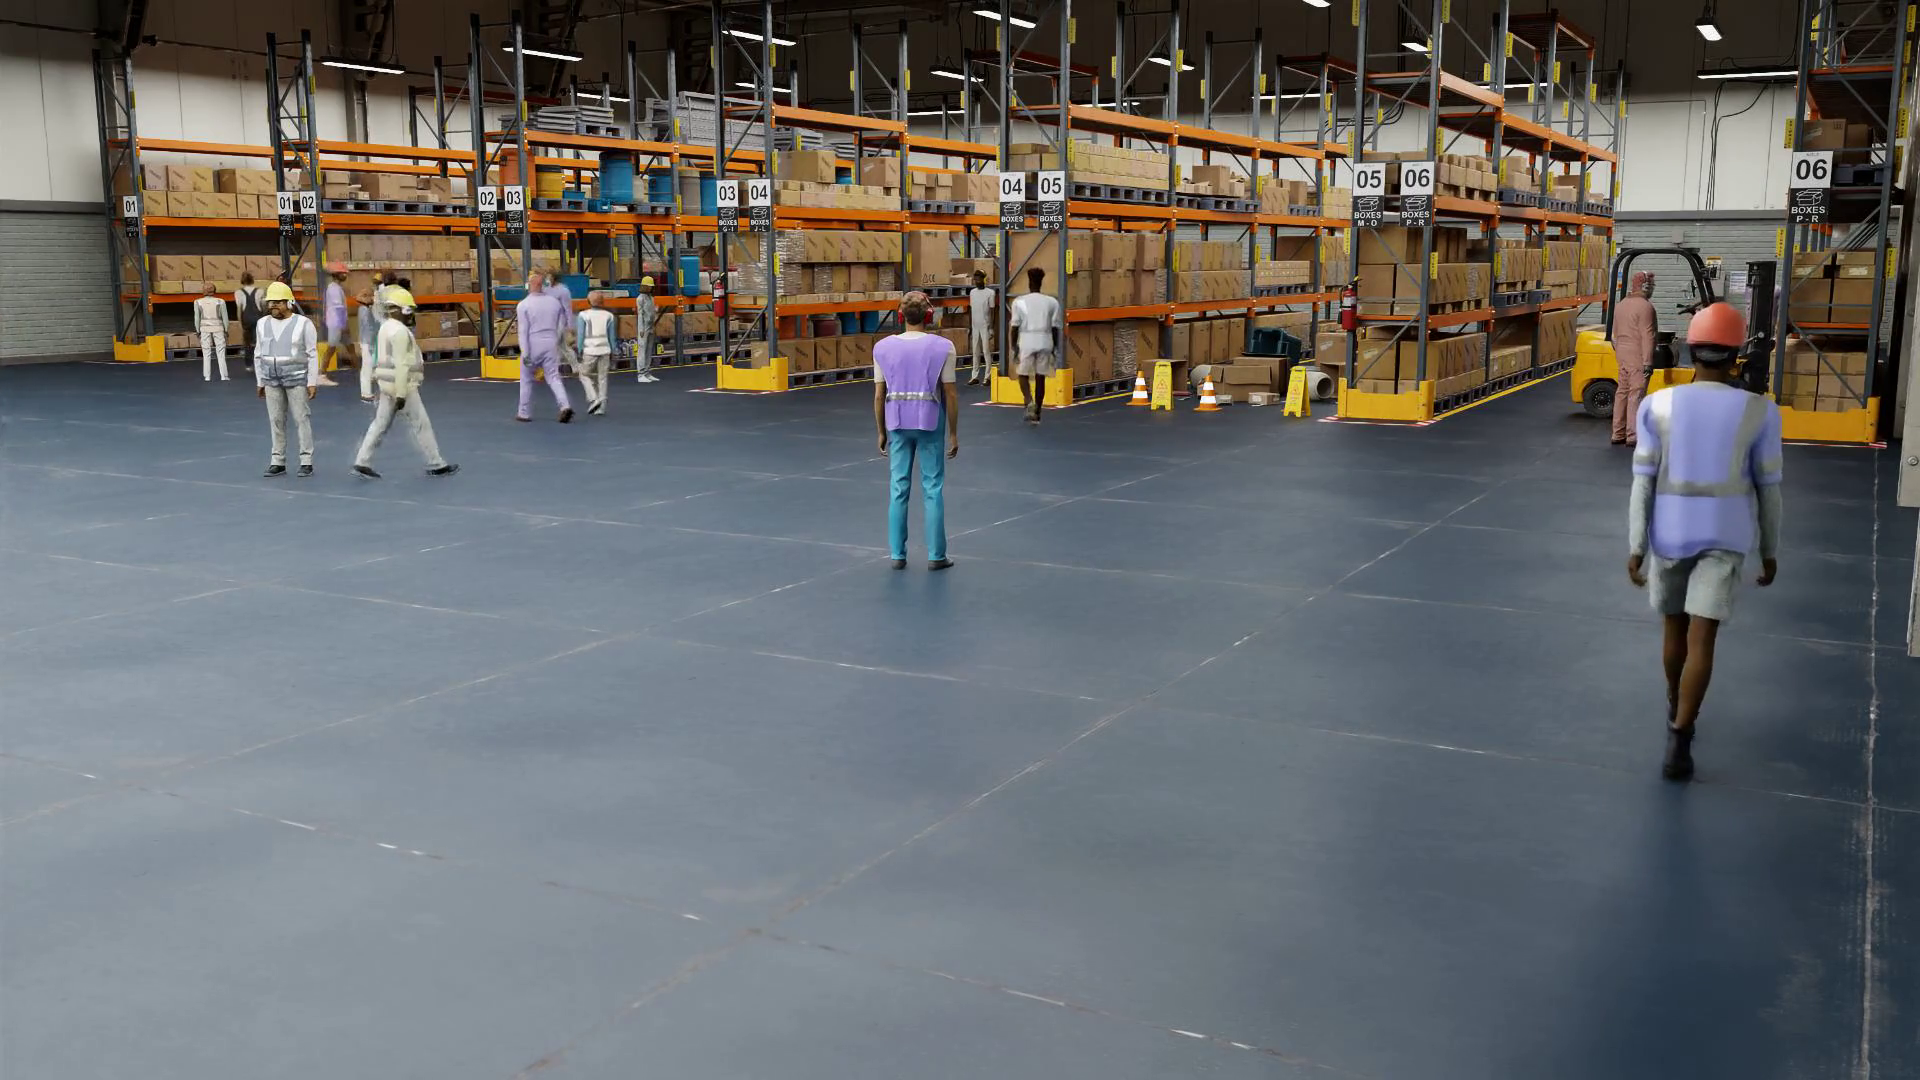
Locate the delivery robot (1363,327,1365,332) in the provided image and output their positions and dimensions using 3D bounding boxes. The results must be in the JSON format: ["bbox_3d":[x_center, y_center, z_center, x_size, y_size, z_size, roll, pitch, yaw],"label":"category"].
[{"bbox_3d":[9.034,-4.663,37.613,0.707,0.478,0.477,-3,10,-15],"label":"delivery robot"}]

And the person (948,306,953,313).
[{"bbox_3d":[-0.266,-6.223,43.020,0.631,1.915,0.627,-6,11,-30],"label":"person"}]

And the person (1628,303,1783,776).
[{"bbox_3d":[3.062,-0.023,6.850,0.561,1.879,1.017,5,11,29],"label":"person"}]

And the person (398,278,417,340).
[{"bbox_3d":[-9.888,-3.815,29.610,0.549,1.680,0.407,7,12,34],"label":"person"}]

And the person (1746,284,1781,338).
[{"bbox_3d":[13.923,-3.787,28.795,0.587,1.915,0.406,5,11,27],"label":"person"}]

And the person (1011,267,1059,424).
[{"bbox_3d":[0.928,-2.377,20.431,0.613,1.944,0.572,-1,10,-7],"label":"person"}]

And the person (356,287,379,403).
[{"bbox_3d":[-8.406,-2.768,23.635,0.265,1.632,0.508,-5,11,-26],"label":"person"}]

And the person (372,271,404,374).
[{"bbox_3d":[-9.728,-3.655,28.317,0.831,1.809,0.657,5,11,28],"label":"person"}]

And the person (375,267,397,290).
[{"bbox_3d":[-10.487,-4.085,30.638,0.599,1.873,0.425,5,11,28],"label":"person"}]

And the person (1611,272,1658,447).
[{"bbox_3d":[7.395,-1.965,18.142,0.404,1.904,0.651,-1,10,-7],"label":"person"}]

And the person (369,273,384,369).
[{"bbox_3d":[-10.649,-4.025,30.636,0.518,1.763,0.333,6,11,30],"label":"person"}]

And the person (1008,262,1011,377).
[{"bbox_3d":[0.936,-3.551,27.056,0.604,2.038,0.403,2,10,9],"label":"person"}]

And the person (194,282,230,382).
[{"bbox_3d":[-12.386,-3.440,27.552,0.522,1.640,0.306,-3,10,-17],"label":"person"}]

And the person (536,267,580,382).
[{"bbox_3d":[-6.659,-3.584,27.677,0.976,1.894,0.616,-9,13,-43],"label":"person"}]

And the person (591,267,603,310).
[{"bbox_3d":[-9.363,-6.188,42.931,0.349,1.882,0.584,-5,11,-28],"label":"person"}]

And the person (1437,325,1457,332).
[{"bbox_3d":[11.196,-5.313,37.976,0.535,1.821,0.930,-9,13,-42],"label":"person"}]

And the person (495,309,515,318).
[{"bbox_3d":[-10.547,-5.376,38.524,0.532,1.767,0.315,5,11,28],"label":"person"}]

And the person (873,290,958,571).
[{"bbox_3d":[-0.290,-0.711,10.959,0.565,1.849,0.389,2,10,11],"label":"person"}]

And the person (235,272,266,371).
[{"bbox_3d":[-12.625,-3.873,29.659,0.505,1.811,0.968,-5,11,-28],"label":"person"}]

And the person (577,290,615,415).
[{"bbox_3d":[-4.729,-2.425,21.621,0.547,1.626,0.366,-7,12,-36],"label":"person"}]

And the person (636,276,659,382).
[{"bbox_3d":[-5.163,-3.483,27.506,0.313,1.741,0.487,3,10,16],"label":"person"}]

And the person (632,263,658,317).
[{"bbox_3d":[-6.874,-5.032,36.046,0.582,1.918,0.611,5,11,26],"label":"person"}]

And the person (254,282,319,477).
[{"bbox_3d":[-6.347,-1.503,15.649,0.599,1.832,0.404,1,10,3],"label":"person"}]

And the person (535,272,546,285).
[{"bbox_3d":[-7.692,-4.029,30.581,0.627,1.796,0.976,4,11,23],"label":"person"}]

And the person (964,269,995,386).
[{"bbox_3d":[0.327,-3.389,26.599,0.518,1.865,0.327,7,12,36],"label":"person"}]

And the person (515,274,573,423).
[{"bbox_3d":[-5.216,-2.381,20.729,0.628,1.863,0.914,-9,13,-42],"label":"person"}]

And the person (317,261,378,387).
[{"bbox_3d":[-9.796,-3.432,26.478,1.043,1.986,0.637,-3,10,-17],"label":"person"}]

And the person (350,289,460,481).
[{"bbox_3d":[-5.217,-1.433,15.428,0.984,1.788,0.586,-7,12,-36],"label":"person"}]
